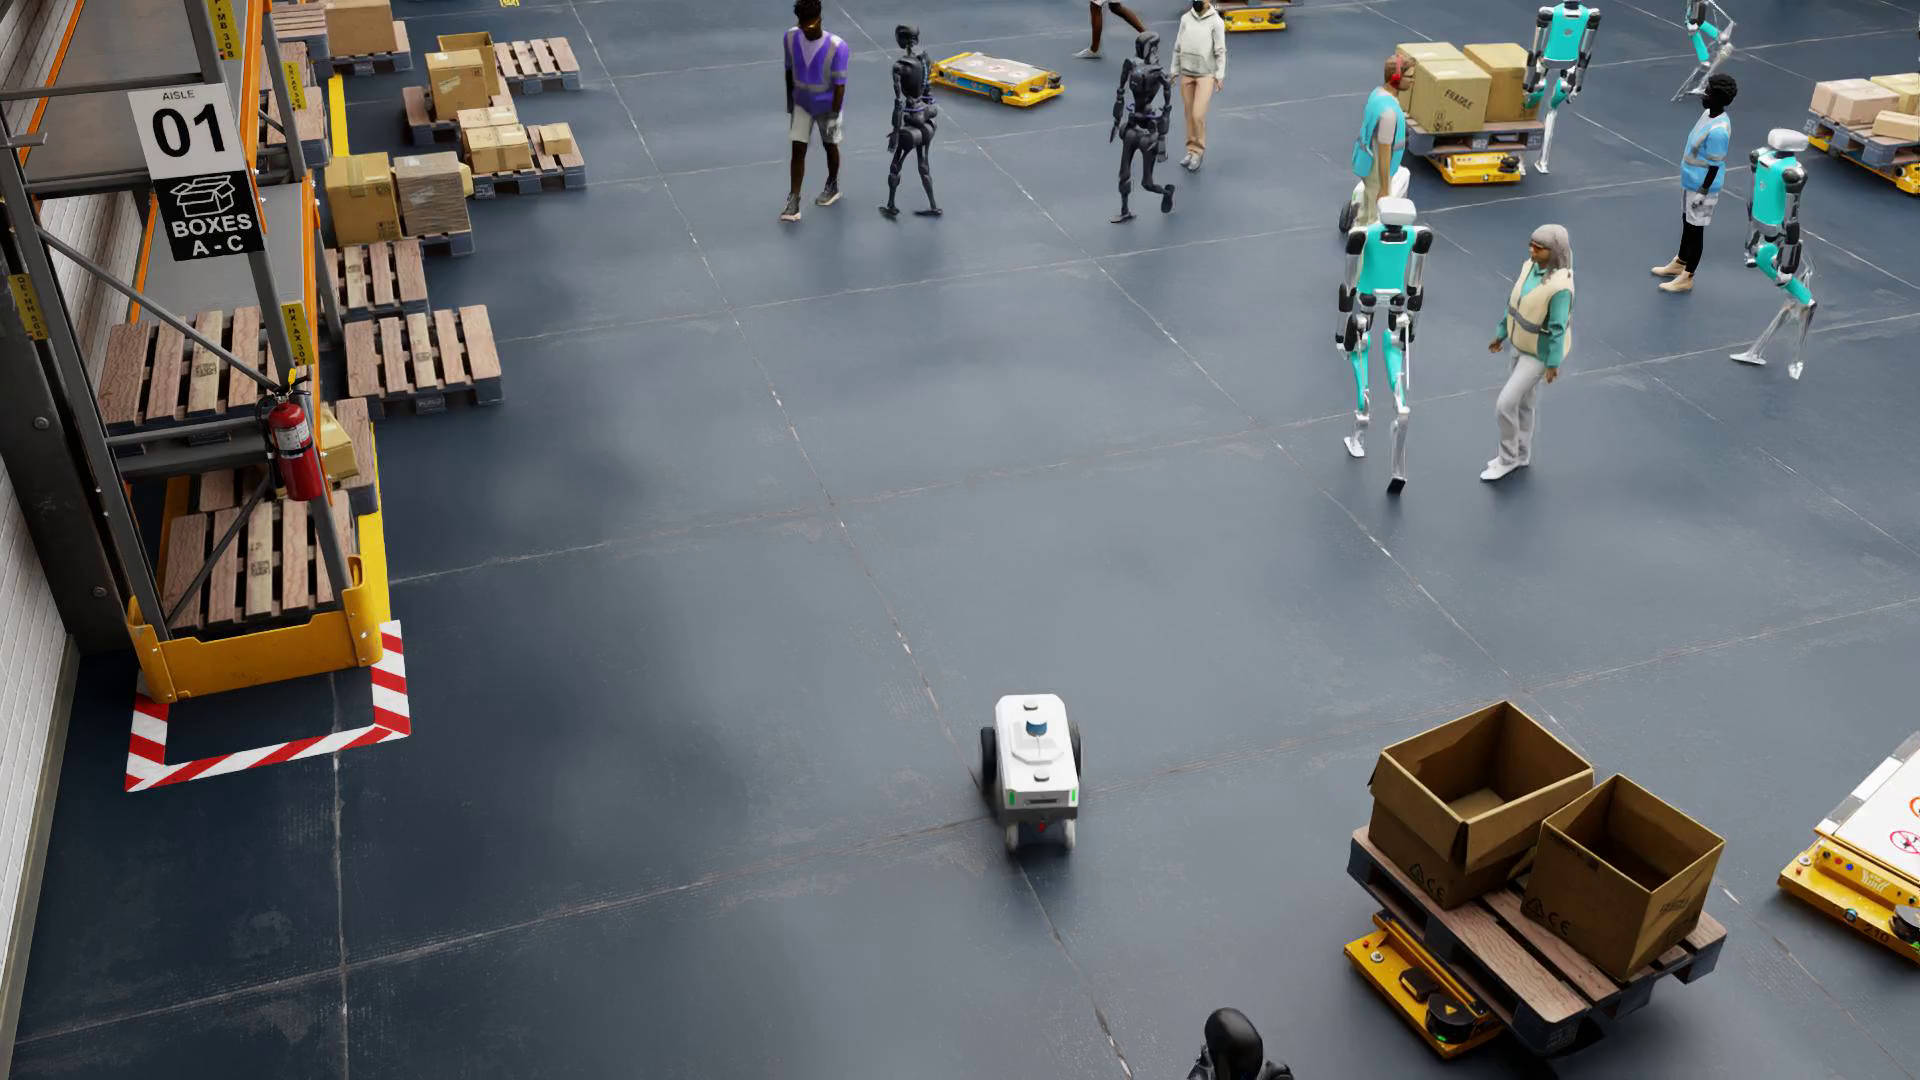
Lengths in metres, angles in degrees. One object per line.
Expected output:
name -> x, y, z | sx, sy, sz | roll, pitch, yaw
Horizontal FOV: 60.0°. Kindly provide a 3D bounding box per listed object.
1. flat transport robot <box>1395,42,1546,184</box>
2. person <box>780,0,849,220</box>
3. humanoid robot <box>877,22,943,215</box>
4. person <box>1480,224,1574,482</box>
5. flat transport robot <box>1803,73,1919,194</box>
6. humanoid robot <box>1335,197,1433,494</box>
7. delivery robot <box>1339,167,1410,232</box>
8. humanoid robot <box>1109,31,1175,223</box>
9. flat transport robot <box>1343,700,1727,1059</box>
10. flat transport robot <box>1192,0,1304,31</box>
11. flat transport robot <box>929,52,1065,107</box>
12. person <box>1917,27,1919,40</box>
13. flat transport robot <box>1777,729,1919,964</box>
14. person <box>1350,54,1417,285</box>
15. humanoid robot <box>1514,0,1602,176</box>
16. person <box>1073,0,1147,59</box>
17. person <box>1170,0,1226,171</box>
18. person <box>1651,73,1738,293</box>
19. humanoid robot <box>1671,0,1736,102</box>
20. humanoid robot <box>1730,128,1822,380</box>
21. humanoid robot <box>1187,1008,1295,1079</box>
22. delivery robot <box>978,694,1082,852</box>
flat transport robot -> 4.619, -3.656, 15.466 | 0.659, 0.231, 1.431 | -4, 33, -6
person -> -1.240, -3.610, 13.896 | 0.657, 1.897, 0.969 | 10, 34, 15
humanoid robot -> -0.418, -3.517, 13.969 | 0.564, 1.641, 0.612 | 18, 37, 25
person -> 3.477, -1.150, 10.313 | 0.555, 1.693, 0.485 | -6, 34, -8
flat transport robot -> 8.544, -3.540, 15.287 | 0.659, 0.231, 1.431 | -8, 34, -13
humanoid robot -> 2.656, -1.132, 10.279 | 0.541, 1.792, 0.920 | -2, 33, -4
delivery robot -> 3.544, -2.910, 14.032 | 0.499, 0.563, 0.738 | 15, 36, 21
humanoid robot -> 1.561, -3.467, 13.893 | 0.546, 1.632, 0.612 | -28, 42, -35
flat transport robot -> 2.443, 1.710, 7.236 | 1.431, 0.231, 0.659 | -16, 36, -23
flat transport robot -> 3.257, -6.229, 19.412 | 0.659, 0.231, 1.431 | -6, 34, -8
flat transport robot -> 0.320, -4.776, 17.183 | 1.431, 0.231, 0.659 | 25, 40, 33
person -> 9.485, -4.917, 15.917 | 0.557, 1.892, 0.972 | 20, 38, 28
flat transport robot -> 4.473, 1.386, 7.733 | 1.431, 0.231, 0.659 | -26, 41, -33
person -> 3.182, -2.784, 12.700 | 0.386, 1.836, 0.600 | 2, 33, 3
humanoid robot -> 5.240, -4.114, 14.799 | 0.531, 1.741, 0.767 | 3, 33, 4
person -> 1.690, -6.057, 17.662 | 0.828, 1.902, 0.600 | 8, 34, 12
person -> 2.096, -4.144, 14.930 | 0.495, 1.659, 0.514 | 22, 39, 30
person -> 5.654, -2.723, 12.725 | 0.322, 1.696, 0.534 | 7, 34, 11
humanoid robot -> 7.451, -5.200, 16.523 | 0.789, 1.806, 0.537 | 9, 34, 13
humanoid robot -> 5.815, -1.988, 11.569 | 0.865, 1.786, 0.572 | -5, 33, -8
humanoid robot -> 0.789, 2.111, 5.334 | 0.587, 1.647, 0.326 | -16, 36, -23
delivery robot -> 0.357, 1.070, 7.966 | 0.499, 0.606, 0.796 | -2, 33, -3
